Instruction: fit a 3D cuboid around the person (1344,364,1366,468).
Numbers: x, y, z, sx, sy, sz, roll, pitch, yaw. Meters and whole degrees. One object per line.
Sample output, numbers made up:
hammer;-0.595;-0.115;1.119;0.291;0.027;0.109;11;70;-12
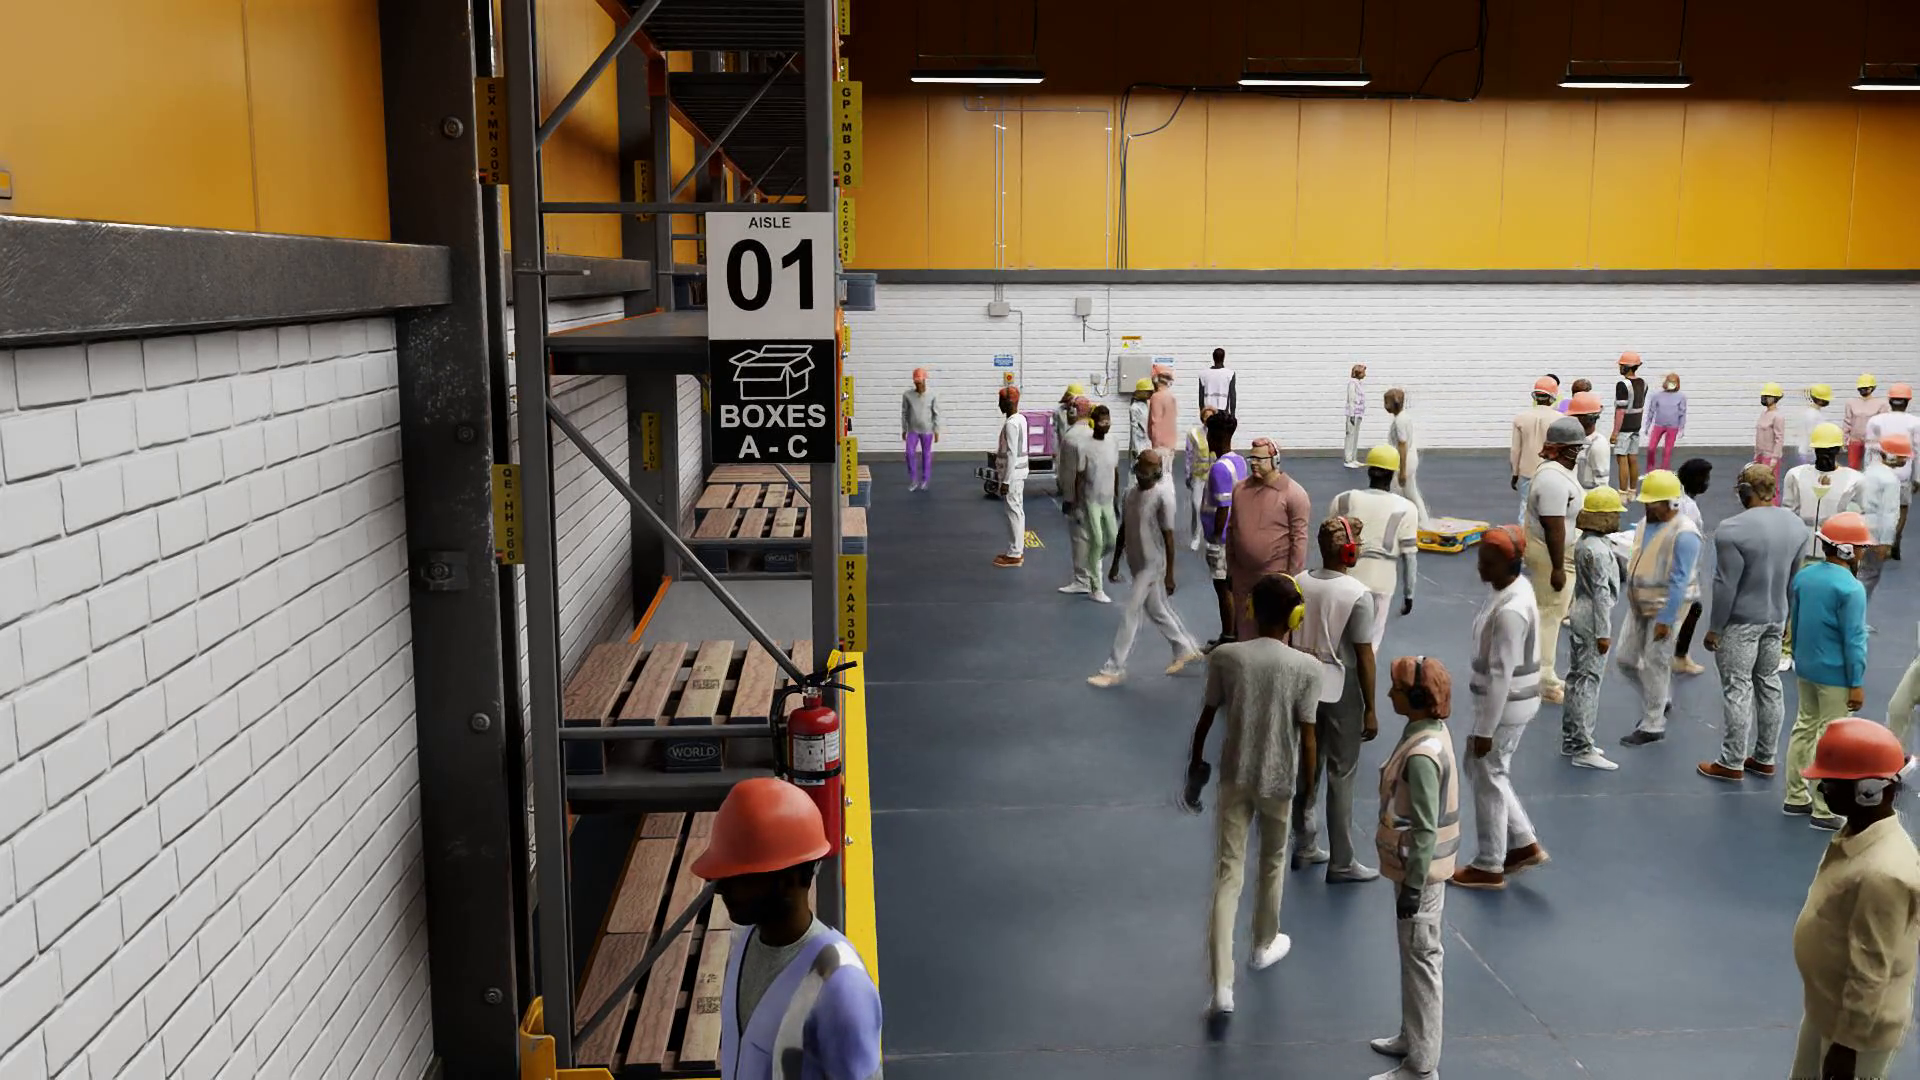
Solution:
person;6.243;-1.954;26.274;0.314;1.633;0.515;5;10;30

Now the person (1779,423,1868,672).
person;6.512;0.073;12.615;0.585;1.928;0.368;7;11;36

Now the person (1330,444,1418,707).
person;2.824;0.291;11.379;0.598;1.876;0.907;5;10;29

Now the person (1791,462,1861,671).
person;6.567;0.211;12.663;0.508;1.632;0.274;7;11;36

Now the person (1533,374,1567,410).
person;8.121;-1.451;22.927;0.326;1.689;0.534;-7;12;-38

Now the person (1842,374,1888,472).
person;11.769;-1.280;21.658;0.353;1.760;0.529;-9;13;-43

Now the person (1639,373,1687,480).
person;10.306;-1.634;24.306;0.562;1.614;0.413;5;10;27

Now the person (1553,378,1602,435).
person;7.257;-0.985;19.592;0.431;1.831;0.645;-7;11;-36

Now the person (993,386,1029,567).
person;0.532;-0.663;17.372;0.355;1.885;0.575;2;9;10

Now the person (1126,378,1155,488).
person;2.305;-1.173;21.010;0.308;1.744;0.485;6;11;34

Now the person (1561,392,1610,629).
person;5.335;-0.254;14.313;0.391;2.039;0.615;0;9;2

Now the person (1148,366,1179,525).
person;2.399;-1.108;20.006;0.391;1.949;0.774;5;10;30

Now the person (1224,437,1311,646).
person;2.116;0.231;11.689;0.646;1.908;0.408;9;12;43

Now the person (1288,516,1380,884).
person;1.854;0.795;8.334;0.389;1.846;0.567;-6;11;-31

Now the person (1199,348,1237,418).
person;3.968;-2.000;25.659;0.590;1.919;0.392;4;10;22

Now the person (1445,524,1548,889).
person;2.638;0.829;8.102;0.467;1.864;0.640;3;9;17

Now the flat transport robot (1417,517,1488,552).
flat transport robot;5.477;-0.070;18.696;0.652;0.197;1.431;7;11;36

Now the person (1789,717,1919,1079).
person;2.634;1.384;4.976;0.361;1.741;0.570;3;10;19

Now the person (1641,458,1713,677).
person;5.436;0.208;12.548;0.556;1.656;0.538;2;9;12

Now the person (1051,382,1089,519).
person;1.390;-1.131;20.847;0.488;1.715;0.494;2;9;9

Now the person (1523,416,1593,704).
person;4.305;0.131;11.894;0.536;2.000;0.676;3;9;17

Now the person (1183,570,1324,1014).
person;1.212;1.030;6.964;0.597;1.815;0.972;4;10;24

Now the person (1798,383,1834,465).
person;10.449;-1.048;20.251;0.542;1.727;0.563;6;11;35

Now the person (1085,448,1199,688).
person;1.408;0.189;12.360;0.985;1.785;0.572;-5;10;-28

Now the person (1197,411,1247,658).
person;2.087;-0.039;13.193;0.364;1.964;0.611;4;10;24

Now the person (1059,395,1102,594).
person;1.146;-0.441;15.961;0.398;1.900;0.650;5;10;29

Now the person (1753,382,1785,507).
person;9.576;-0.984;19.746;0.303;1.772;0.530;0;9;1

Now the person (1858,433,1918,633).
person;7.719;-0.055;14.049;0.541;1.720;0.598;2;9;12

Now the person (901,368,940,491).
person;-0.571;-1.546;23.359;0.588;1.732;0.593;2;9;13

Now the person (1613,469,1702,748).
person;4.477;0.436;10.696;0.418;1.806;0.596;-2;9;-12

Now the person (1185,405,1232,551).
person;2.730;-0.668;18.233;0.519;1.622;0.439;1;9;5

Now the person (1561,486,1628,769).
person;3.935;0.533;10.304;0.294;1.744;0.487;1;9;7

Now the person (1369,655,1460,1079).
person;1.702;1.235;6.217;0.307;1.639;0.525;3;9;16

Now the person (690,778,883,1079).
person;-0.405;1.476;3.773;0.375;1.935;0.551;-6;11;-34

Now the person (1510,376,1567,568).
person;5.998;-0.688;17.175;0.612;1.996;0.388;6;11;35

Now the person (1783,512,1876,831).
person;4.794;0.712;9.141;0.330;1.750;0.572;-1;9;-5

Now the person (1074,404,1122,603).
person;1.272;-0.354;15.520;0.544;1.853;0.516;-6;11;-33

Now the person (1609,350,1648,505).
person;8.803;-1.481;21.994;0.608;2.048;0.369;-7;12;-39

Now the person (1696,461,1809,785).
person;4.724;0.496;9.940;0.632;1.934;0.368;-3;10;-20

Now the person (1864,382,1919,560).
person;9.847;-0.707;17.576;0.552;1.913;0.547;6;11;33
